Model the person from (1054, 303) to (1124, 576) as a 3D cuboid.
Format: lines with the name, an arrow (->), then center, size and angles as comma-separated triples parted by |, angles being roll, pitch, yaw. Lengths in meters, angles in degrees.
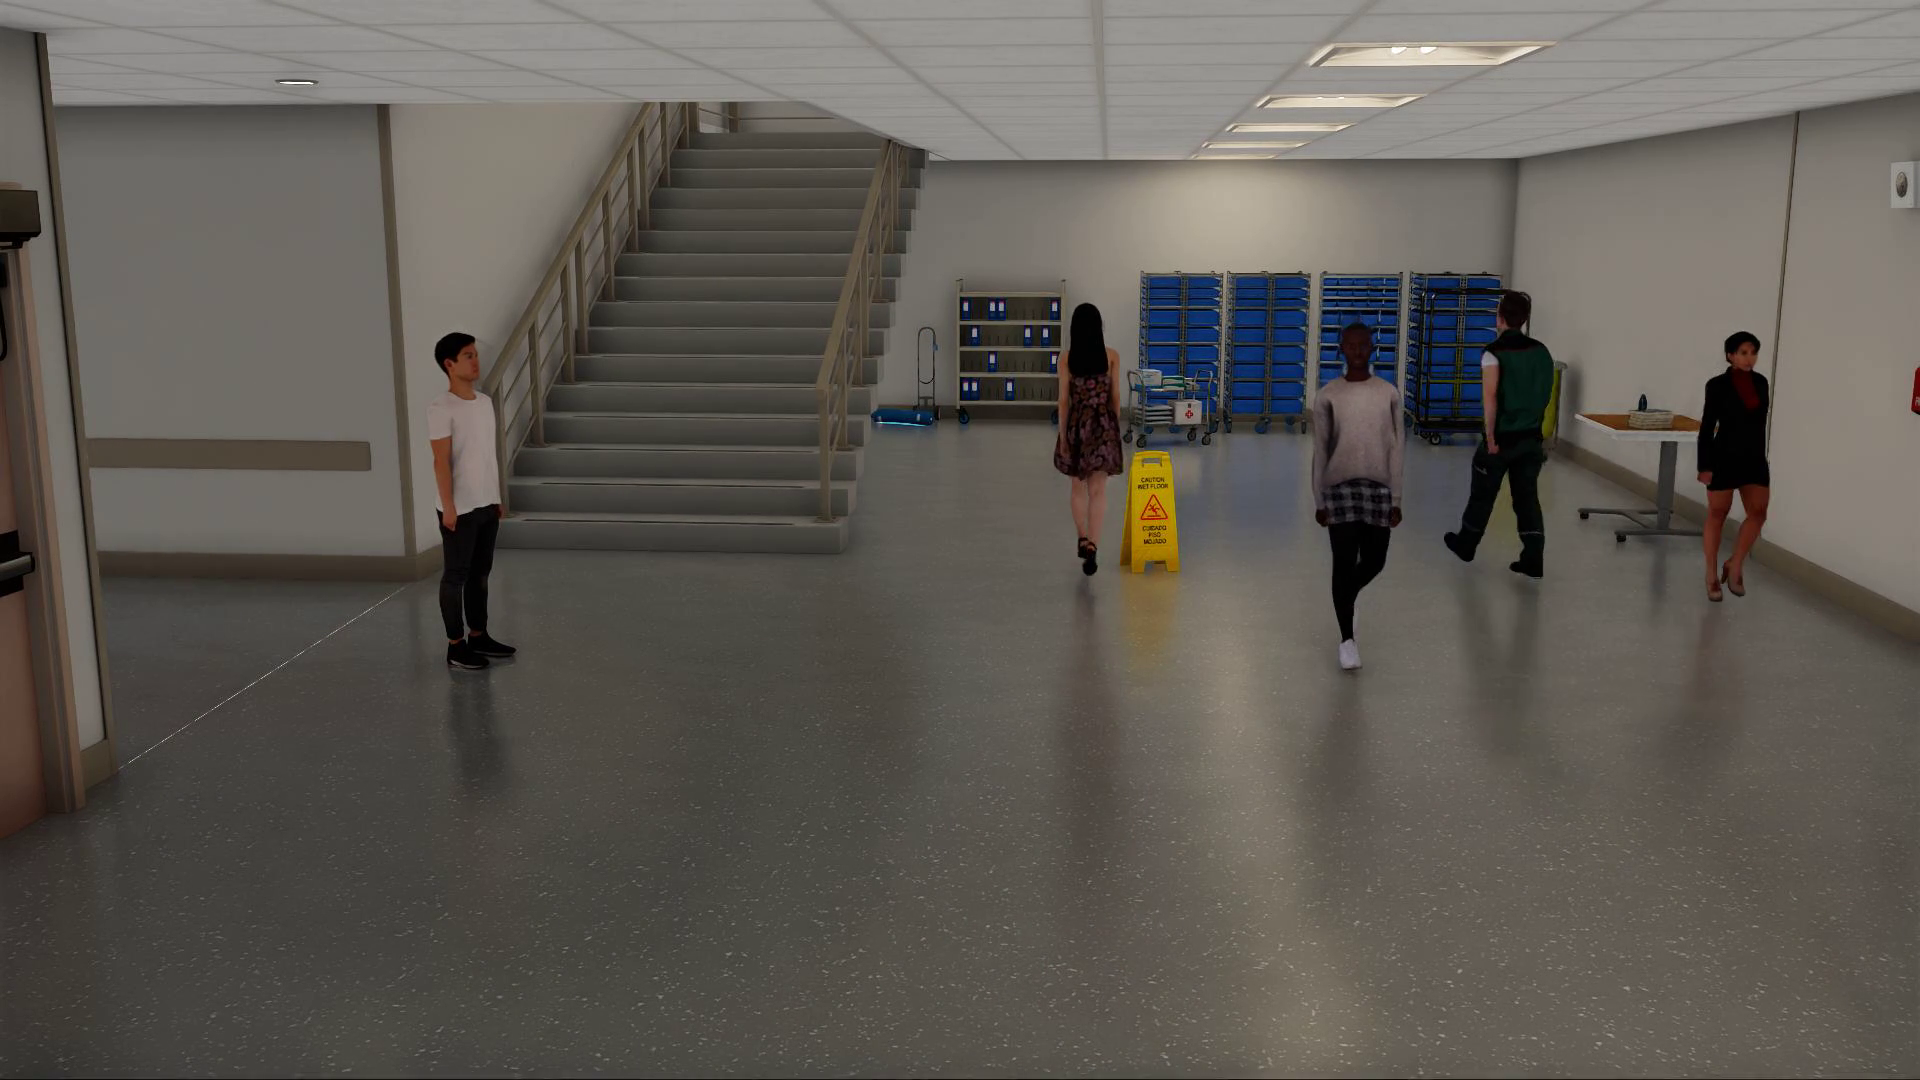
person -> 0.844, -0.596, 10.611 | 0.608, 1.730, 1.168 | 1, 11, 3

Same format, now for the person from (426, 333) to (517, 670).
person -> -2.565, -0.219, 8.648 | 0.729, 1.721, 0.547 | 3, 11, 17

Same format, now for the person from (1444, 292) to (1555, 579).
person -> 3.584, -0.636, 10.651 | 0.897, 1.793, 1.203 | -3, 11, -14

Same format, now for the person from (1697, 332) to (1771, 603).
person -> 4.625, -0.434, 10.028 | 0.623, 1.628, 0.636 | 0, 11, -2

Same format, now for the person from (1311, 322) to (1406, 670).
person -> 2.060, -0.241, 8.669 | 0.658, 1.756, 0.998 | 0, 11, 1
